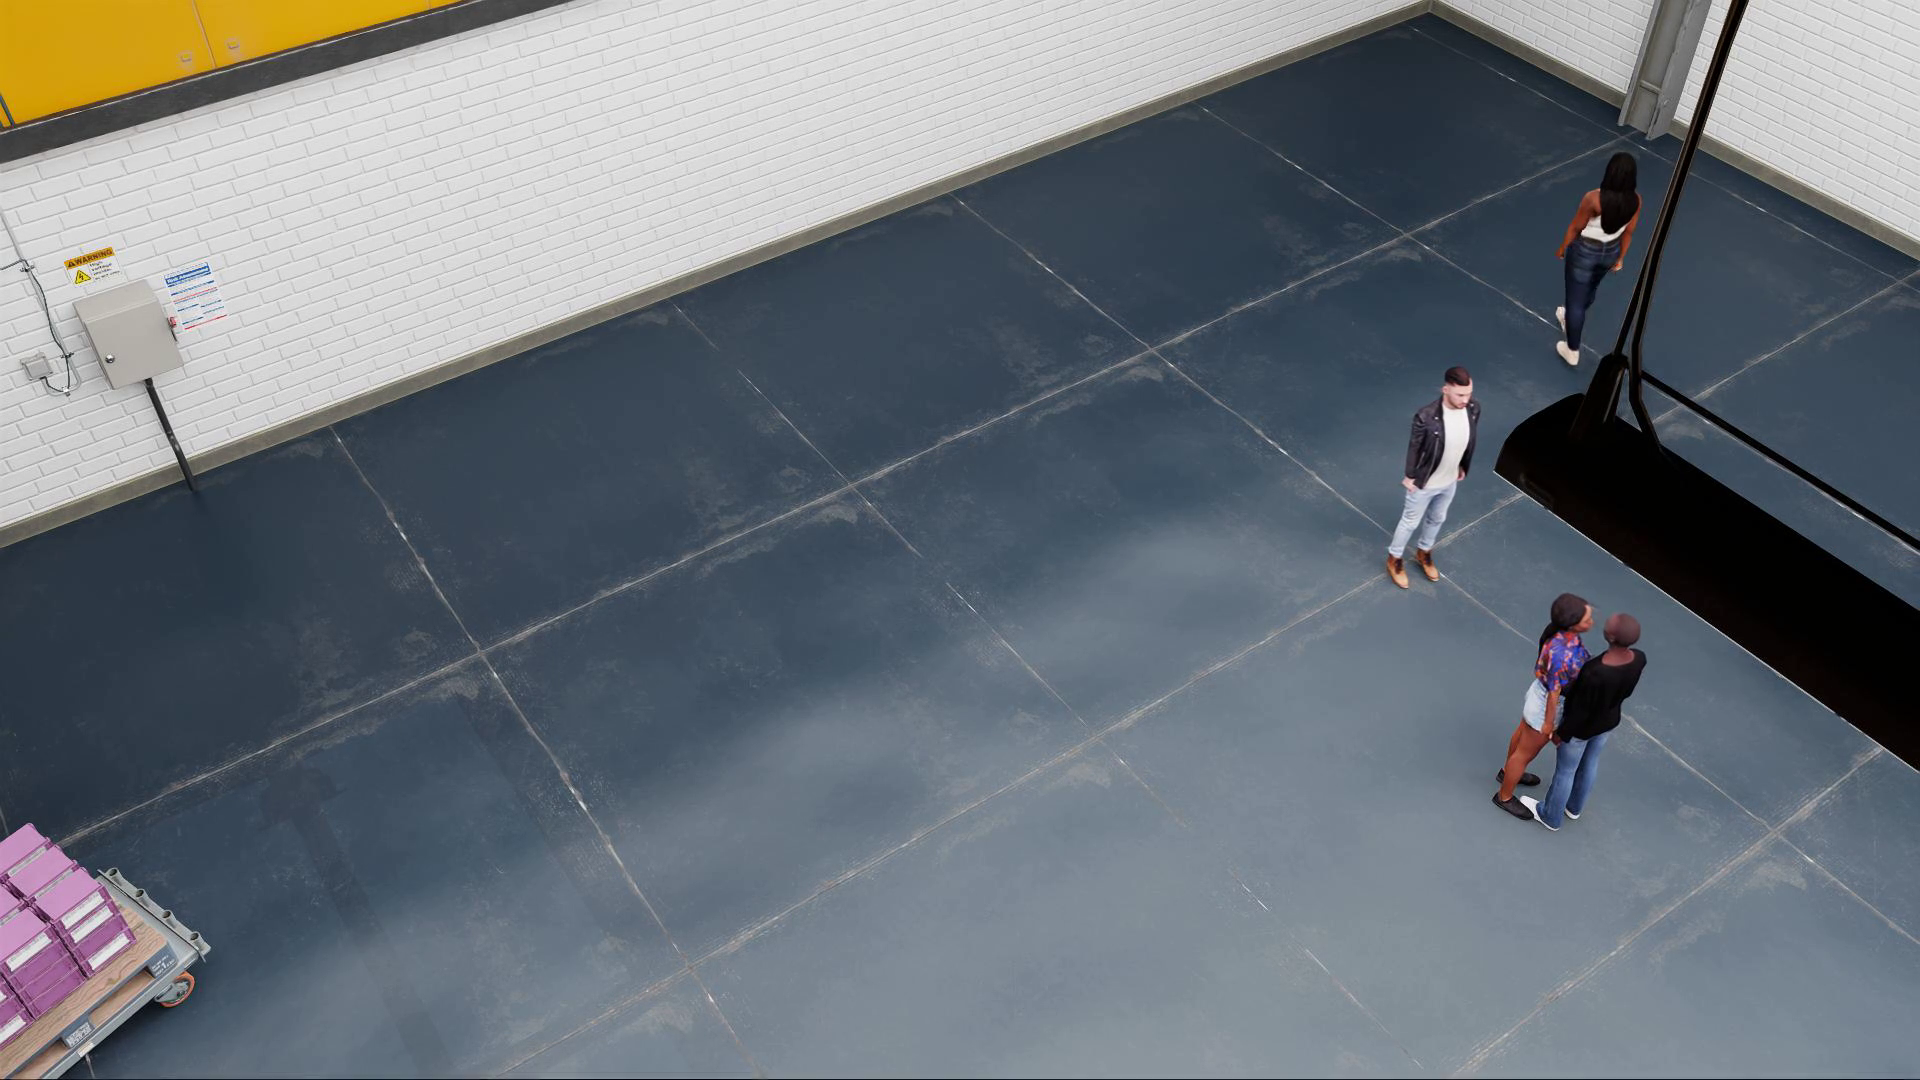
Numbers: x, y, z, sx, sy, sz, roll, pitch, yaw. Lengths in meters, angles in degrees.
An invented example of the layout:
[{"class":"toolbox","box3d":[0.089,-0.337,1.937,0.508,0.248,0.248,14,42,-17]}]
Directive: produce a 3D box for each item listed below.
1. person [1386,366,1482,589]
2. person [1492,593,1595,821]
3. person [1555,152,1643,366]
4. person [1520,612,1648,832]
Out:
[{"class":"person","box3d":[3.229,-0.452,11.326,0.692,1.830,0.629,-15,46,-15]},{"class":"person","box3d":[3.480,0.967,9.905,0.692,1.735,0.669,15,46,15]},{"class":"person","box3d":[5.048,-2.213,13.198,0.905,1.797,1.056,-4,44,-4]},{"class":"person","box3d":[3.713,1.071,9.786,0.617,1.749,0.567,-20,47,-20]}]
